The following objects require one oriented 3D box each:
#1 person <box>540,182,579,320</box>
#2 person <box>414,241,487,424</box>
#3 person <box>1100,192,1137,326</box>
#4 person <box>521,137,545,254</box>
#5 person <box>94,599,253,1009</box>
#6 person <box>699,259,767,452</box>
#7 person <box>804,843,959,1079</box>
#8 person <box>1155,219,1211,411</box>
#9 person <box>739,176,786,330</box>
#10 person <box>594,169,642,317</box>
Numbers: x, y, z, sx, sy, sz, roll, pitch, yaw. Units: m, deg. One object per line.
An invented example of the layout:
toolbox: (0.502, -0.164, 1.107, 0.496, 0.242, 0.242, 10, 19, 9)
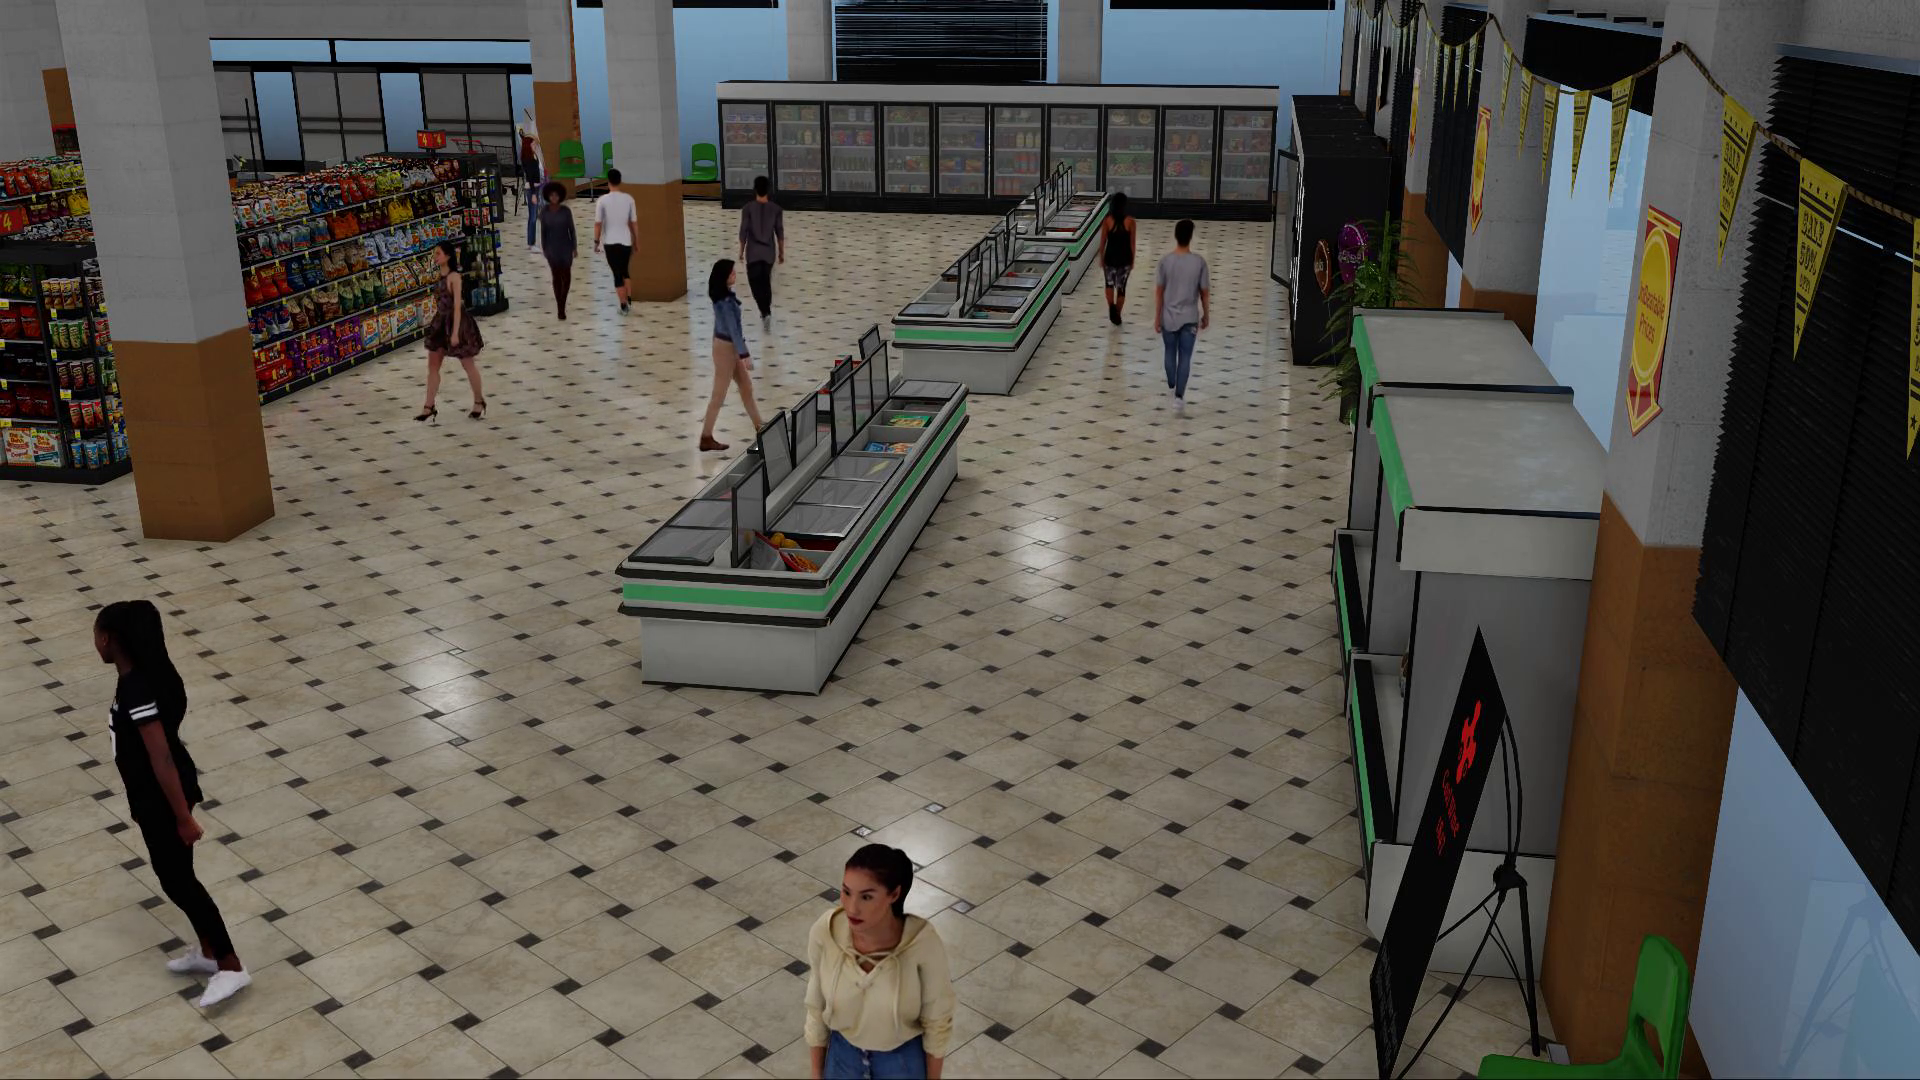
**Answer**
person: (-5.088, -3.668, 21.119, 0.909, 1.663, 1.224, -4, 19, -12)
person: (-4.806, -1.999, 16.039, 0.924, 1.746, 1.091, 15, 24, 38)
person: (1.940, -3.440, 20.457, 0.607, 1.653, 0.867, 2, 19, 6)
person: (-6.711, -5.426, 26.138, 0.683, 1.787, 0.534, -2, 19, -5)
person: (-3.264, 1.091, 6.923, 0.928, 1.715, 0.826, -16, 24, -39)
person: (-2.188, -1.617, 14.912, 0.930, 1.742, 1.066, -4, 19, -13)
person: (-0.257, 1.689, 5.282, 0.667, 1.630, 0.571, 6, 19, 16)
person: (2.169, -2.171, 16.406, 0.686, 1.837, 1.189, 3, 19, 10)
person: (-2.414, -3.468, 20.301, 1.105, 1.806, 1.271, -8, 20, -23)
person: (-4.321, -3.759, 21.114, 0.849, 1.838, 0.904, -10, 21, -27)
